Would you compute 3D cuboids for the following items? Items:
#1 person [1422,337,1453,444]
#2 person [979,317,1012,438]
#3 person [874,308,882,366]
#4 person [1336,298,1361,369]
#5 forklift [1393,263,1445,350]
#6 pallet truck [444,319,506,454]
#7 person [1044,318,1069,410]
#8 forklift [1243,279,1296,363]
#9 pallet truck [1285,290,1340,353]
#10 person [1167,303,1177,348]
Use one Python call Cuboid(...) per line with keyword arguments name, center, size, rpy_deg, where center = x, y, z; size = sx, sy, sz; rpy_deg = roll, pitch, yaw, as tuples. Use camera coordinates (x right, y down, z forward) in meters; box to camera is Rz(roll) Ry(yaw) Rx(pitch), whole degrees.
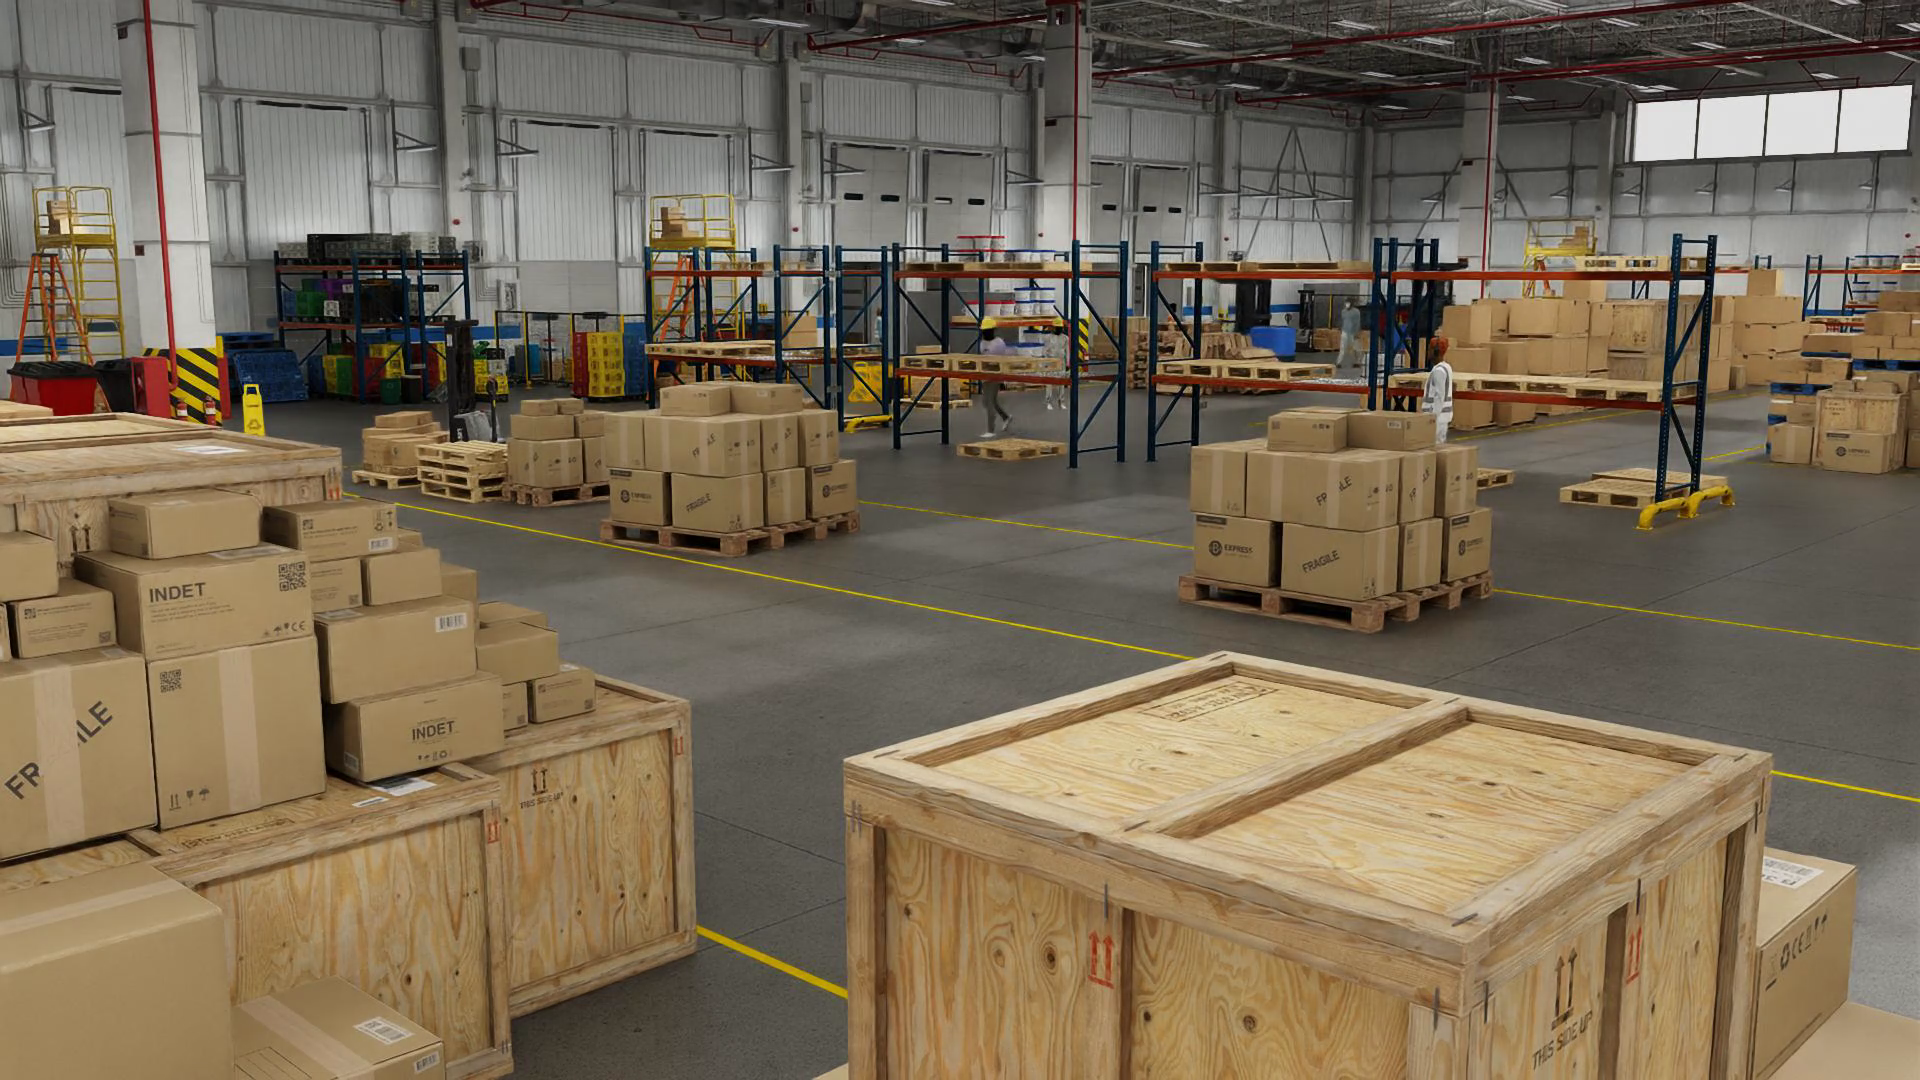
Cuboid(name="person", center=(5.439, -1.371, 19.000), size=(0.354, 1.883, 0.573), rpy_deg=(4, 10, 22))
Cuboid(name="person", center=(0.569, -2.575, 26.324), size=(0.641, 1.910, 0.593), rpy_deg=(-7, 11, -36))
Cuboid(name="person", center=(-2.128, -5.374, 44.325), size=(0.317, 1.631, 0.526), rpy_deg=(-1, 9, -3))
Cuboid(name="person", center=(10.414, -5.519, 44.439), size=(1.014, 1.889, 0.648), rpy_deg=(-8, 13, -42))
Cuboid(name="forklift", center=(12.952, -6.290, 46.107), size=(1.129, 2.768, 1.873), rpy_deg=(-3, 10, -20))
Cuboid(name="pallet truck", center=(-6.981, -1.942, 22.150), size=(1.885, 1.965, 0.823), rpy_deg=(1, 9, 9))
Cuboid(name="person", center=(1.832, -3.323, 31.415), size=(0.485, 1.739, 0.319), rpy_deg=(-2, 9, -12))
Cuboid(name="forklift", center=(8.123, -6.156, 45.287), size=(1.873, 2.768, 1.129), rpy_deg=(9, 13, 43))
Cuboid(name="pallet truck", center=(11.297, -6.951, 52.861), size=(1.885, 1.965, 0.823), rpy_deg=(-5, 11, -29))
Cuboid(name="person", center=(5.938, -5.799, 46.718), size=(0.320, 1.695, 0.537), rpy_deg=(1, 9, 4))
